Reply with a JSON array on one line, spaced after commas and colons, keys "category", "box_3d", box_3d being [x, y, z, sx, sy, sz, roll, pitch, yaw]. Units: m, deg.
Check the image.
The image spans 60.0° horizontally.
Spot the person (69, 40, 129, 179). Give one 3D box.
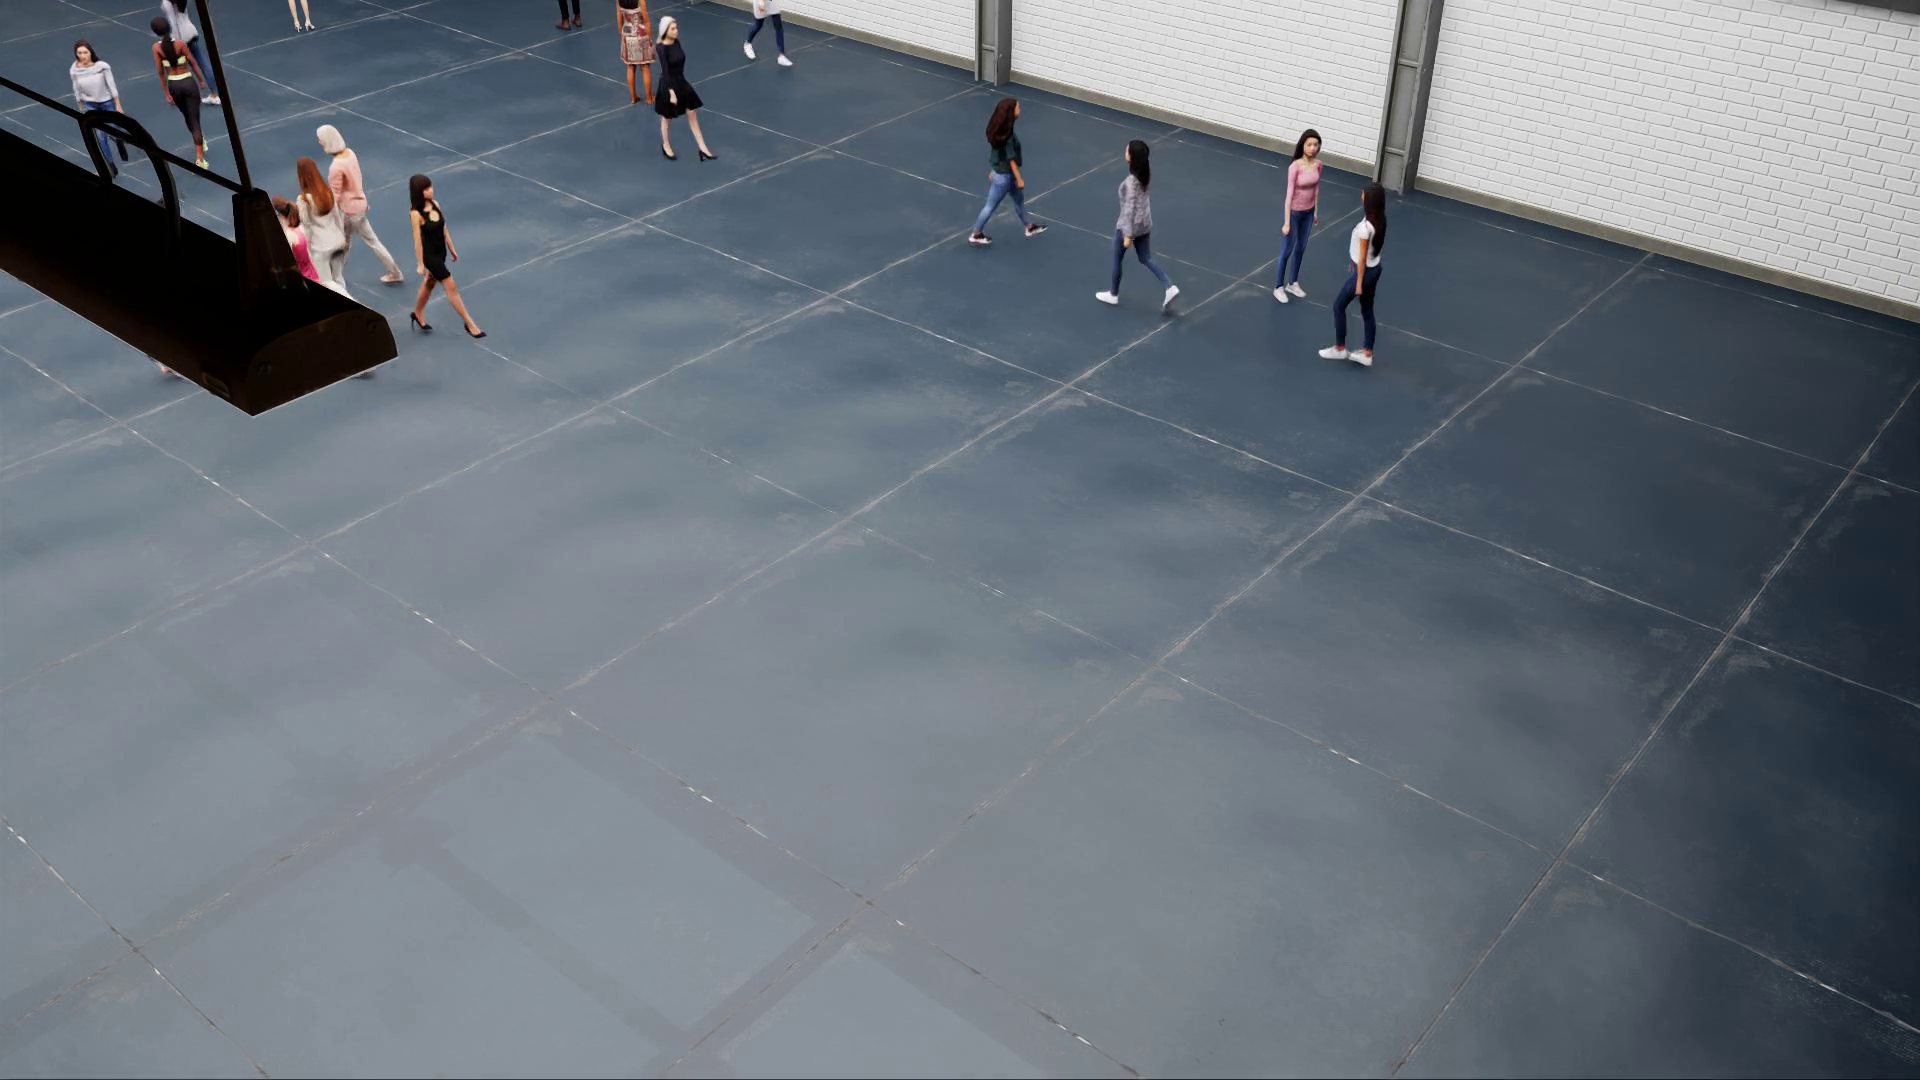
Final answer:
[{"category": "person", "box_3d": [-9.936, -5.009, 19.251, 0.826, 1.612, 0.900, -7, 34, -10]}]

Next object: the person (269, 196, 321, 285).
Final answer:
[{"category": "person", "box_3d": [-5.852, -2.264, 15.019, 1.046, 1.724, 0.983, -1, 34, -1]}]

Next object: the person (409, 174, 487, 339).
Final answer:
[{"category": "person", "box_3d": [-5.045, -2.666, 15.732, 1.114, 1.605, 0.874, 9, 35, 13]}]

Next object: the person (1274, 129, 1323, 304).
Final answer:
[{"category": "person", "box_3d": [3.358, -3.220, 16.441, 0.631, 1.742, 0.606, -18, 37, -24]}]

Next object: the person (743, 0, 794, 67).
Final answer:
[{"category": "person", "box_3d": [-2.710, -7.373, 22.689, 0.688, 1.742, 1.131, -28, 43, -35]}]

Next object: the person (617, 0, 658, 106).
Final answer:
[{"category": "person", "box_3d": [-4.170, -6.434, 21.367, 0.631, 1.642, 0.782, 8, 34, 12]}]

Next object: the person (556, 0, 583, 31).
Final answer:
[{"category": "person", "box_3d": [-5.767, -8.359, 24.088, 0.557, 1.836, 0.703, 27, 42, 34]}]

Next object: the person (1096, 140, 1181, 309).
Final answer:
[{"category": "person", "box_3d": [1.775, -3.024, 16.178, 1.118, 1.707, 0.686, 22, 39, 29]}]

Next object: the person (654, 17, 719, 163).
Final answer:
[{"category": "person", "box_3d": [-3.439, -5.286, 19.570, 1.071, 1.720, 0.790, 15, 36, 21]}]

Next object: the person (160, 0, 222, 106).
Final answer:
[{"category": "person", "box_3d": [-9.800, -6.392, 21.243, 0.996, 1.710, 0.842, 8, 35, 12]}]

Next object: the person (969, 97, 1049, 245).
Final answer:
[{"category": "person", "box_3d": [0.381, -3.835, 17.522, 1.105, 1.571, 1.085, -5, 34, -7]}]

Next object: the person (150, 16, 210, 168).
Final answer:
[{"category": "person", "box_3d": [-9.066, -5.185, 19.438, 1.060, 1.698, 1.243, -8, 34, -12]}]

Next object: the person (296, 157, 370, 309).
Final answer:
[{"category": "person", "box_3d": [-5.980, -2.784, 15.827, 0.950, 1.696, 0.687, 22, 40, 30]}]

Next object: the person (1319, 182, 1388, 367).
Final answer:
[{"category": "person", "box_3d": [3.785, -2.387, 15.172, 0.717, 1.759, 0.610, 21, 39, 28]}]

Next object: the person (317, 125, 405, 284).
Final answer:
[{"category": "person", "box_3d": [-5.973, -3.295, 16.619, 1.192, 1.669, 1.070, 1, 34, 2]}]
